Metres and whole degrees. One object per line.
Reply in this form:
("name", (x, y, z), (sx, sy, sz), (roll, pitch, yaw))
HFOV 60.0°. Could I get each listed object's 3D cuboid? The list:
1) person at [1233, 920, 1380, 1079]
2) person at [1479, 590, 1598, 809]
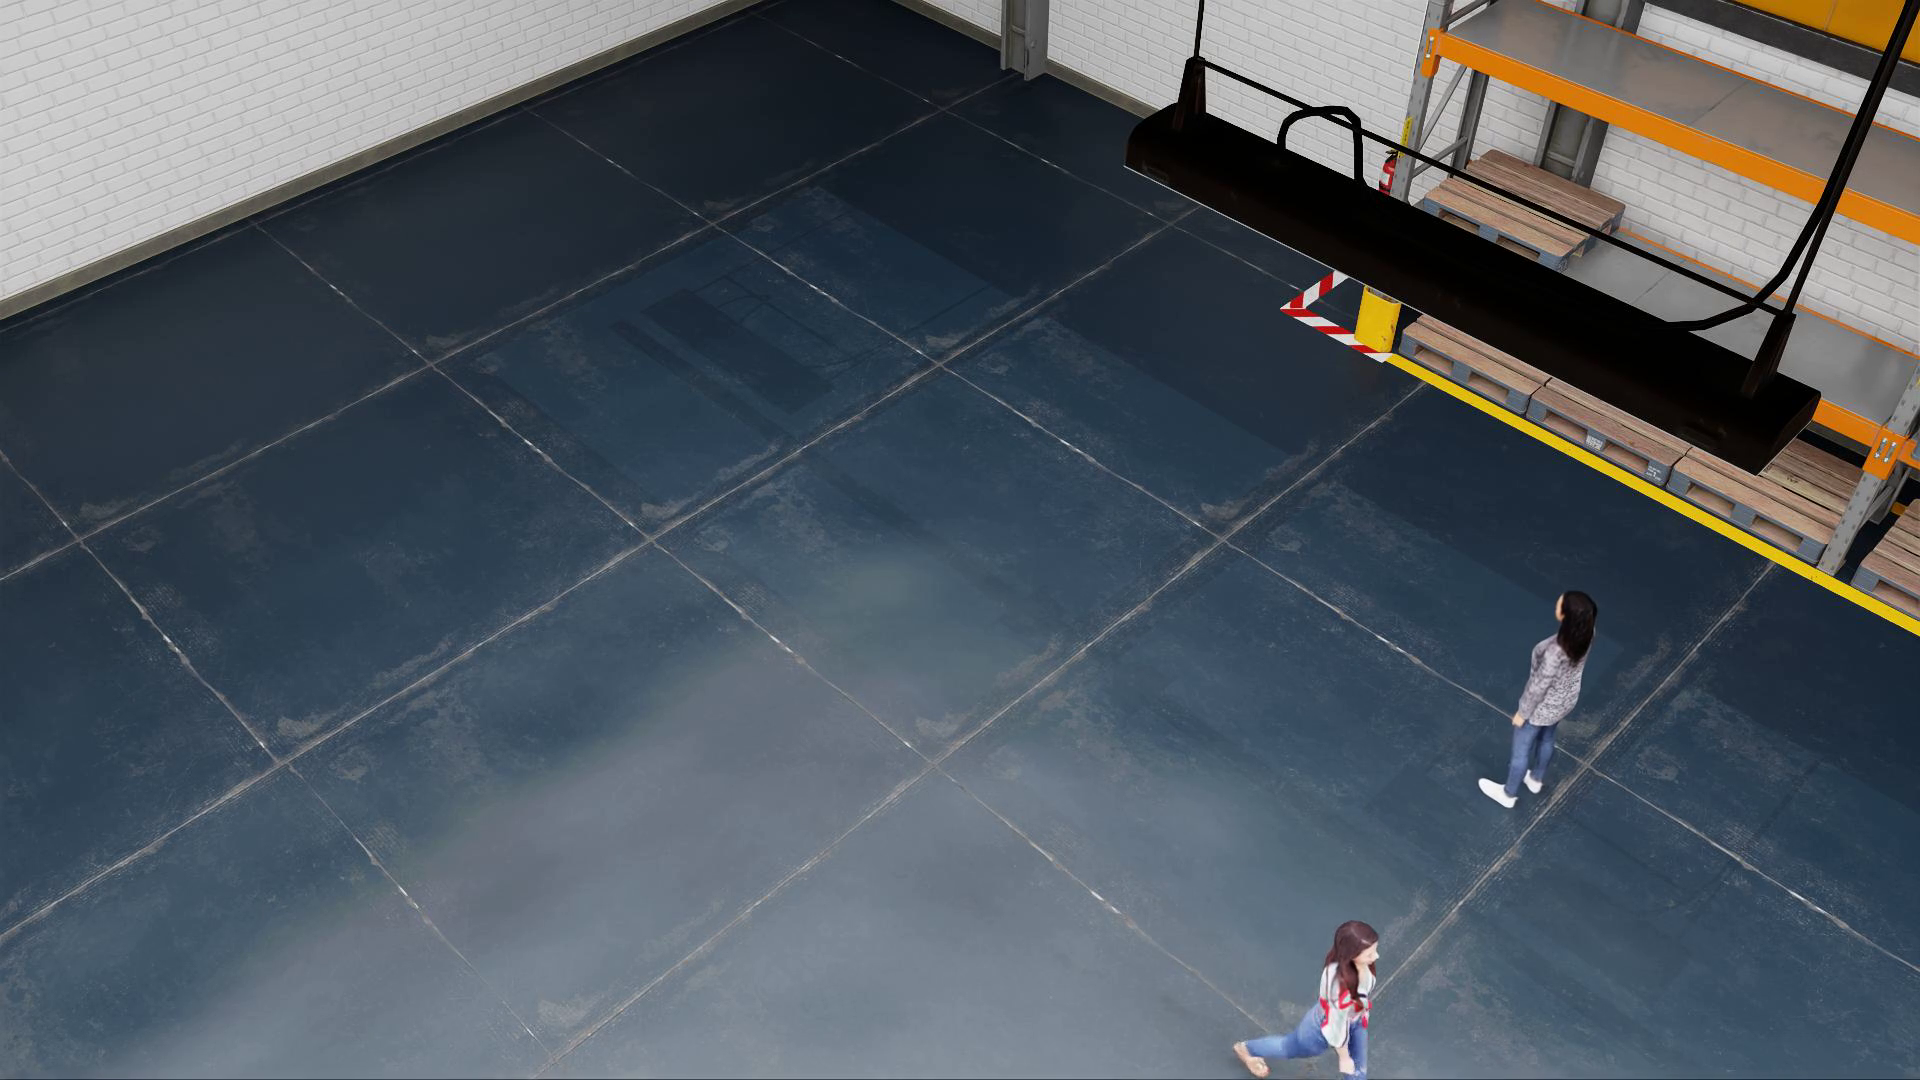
("person", (1.839, 2.461, 8.601), (1.143, 1.576, 0.681), (27, 50, 26))
("person", (3.560, 0.969, 10.055), (0.643, 1.731, 0.573), (-28, 50, -26))
